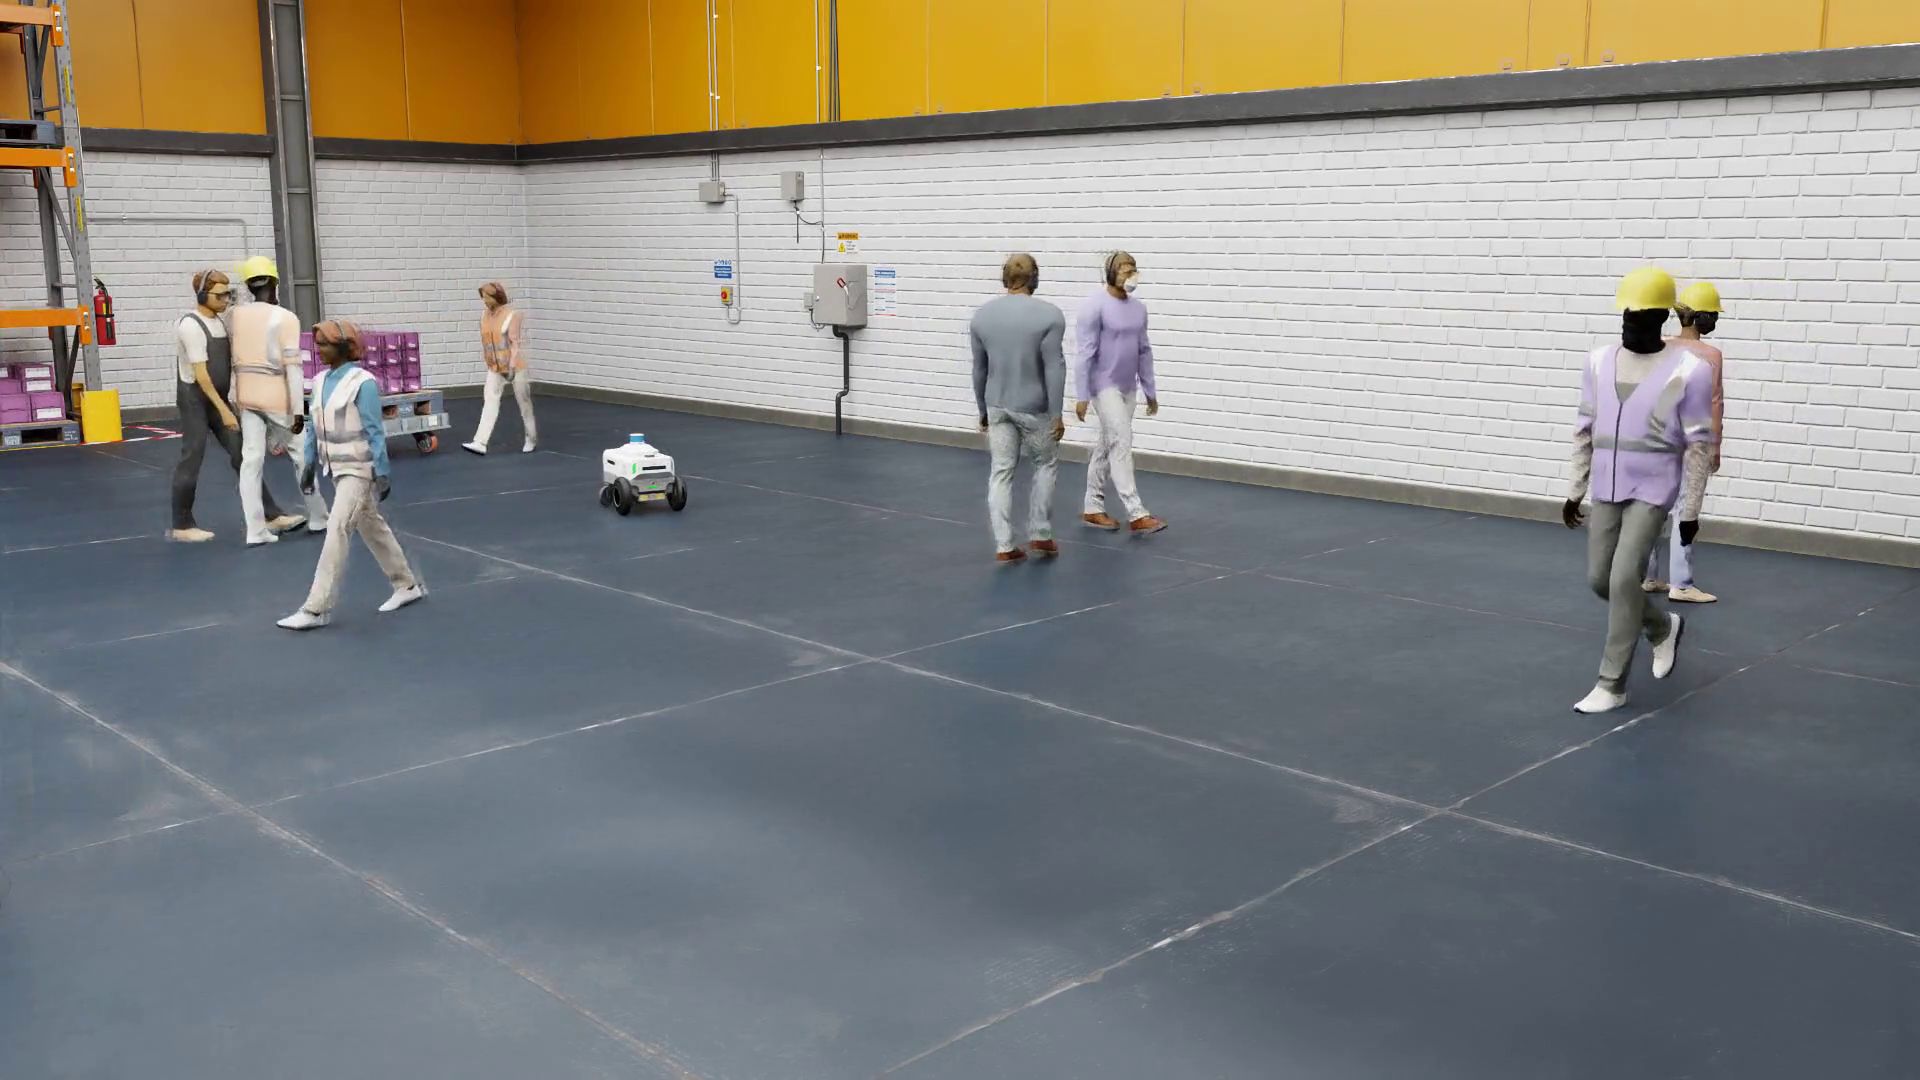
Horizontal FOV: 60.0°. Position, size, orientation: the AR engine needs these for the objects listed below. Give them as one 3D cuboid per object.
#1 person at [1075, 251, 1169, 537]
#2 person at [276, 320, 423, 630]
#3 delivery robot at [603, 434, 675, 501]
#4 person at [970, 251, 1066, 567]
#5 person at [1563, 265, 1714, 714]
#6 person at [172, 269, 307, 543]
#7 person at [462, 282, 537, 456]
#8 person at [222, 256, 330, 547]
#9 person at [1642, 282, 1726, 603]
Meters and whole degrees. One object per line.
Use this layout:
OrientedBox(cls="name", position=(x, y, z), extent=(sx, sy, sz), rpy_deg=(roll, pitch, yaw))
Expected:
OrientedBox(cls="person", position=(1.157, -0.972, 11.199), extent=(0.900, 1.906, 0.655), rpy_deg=(9, 14, 41))
OrientedBox(cls="person", position=(-3.216, -0.355, 8.706), extent=(0.538, 1.588, 0.878), rpy_deg=(9, 14, 40))
OrientedBox(cls="delivery robot", position=(-2.383, -0.545, 12.314), extent=(0.477, 0.478, 0.707), rpy_deg=(-6, 12, -29))
OrientedBox(cls="person", position=(0.402, -0.808, 10.277), extent=(0.661, 1.917, 0.701), rpy_deg=(5, 12, 26))
OrientedBox(cls="person", position=(2.943, -0.226, 7.161), extent=(0.753, 1.903, 0.599), rpy_deg=(-7, 12, -32))
OrientedBox(cls="person", position=(-4.798, -0.852, 10.842), extent=(0.961, 1.792, 0.520), rpy_deg=(1, 10, 6))
OrientedBox(cls="person", position=(-4.203, -1.562, 15.261), extent=(0.536, 1.581, 0.887), rpy_deg=(4, 11, 23))
OrientedBox(cls="person", position=(-4.537, -0.929, 11.054), extent=(0.600, 1.871, 0.936), rpy_deg=(2, 11, 13))
OrientedBox(cls="person", position=(4.030, -0.539, 9.234), extent=(0.320, 1.767, 0.534), rpy_deg=(-3, 11, -17))
